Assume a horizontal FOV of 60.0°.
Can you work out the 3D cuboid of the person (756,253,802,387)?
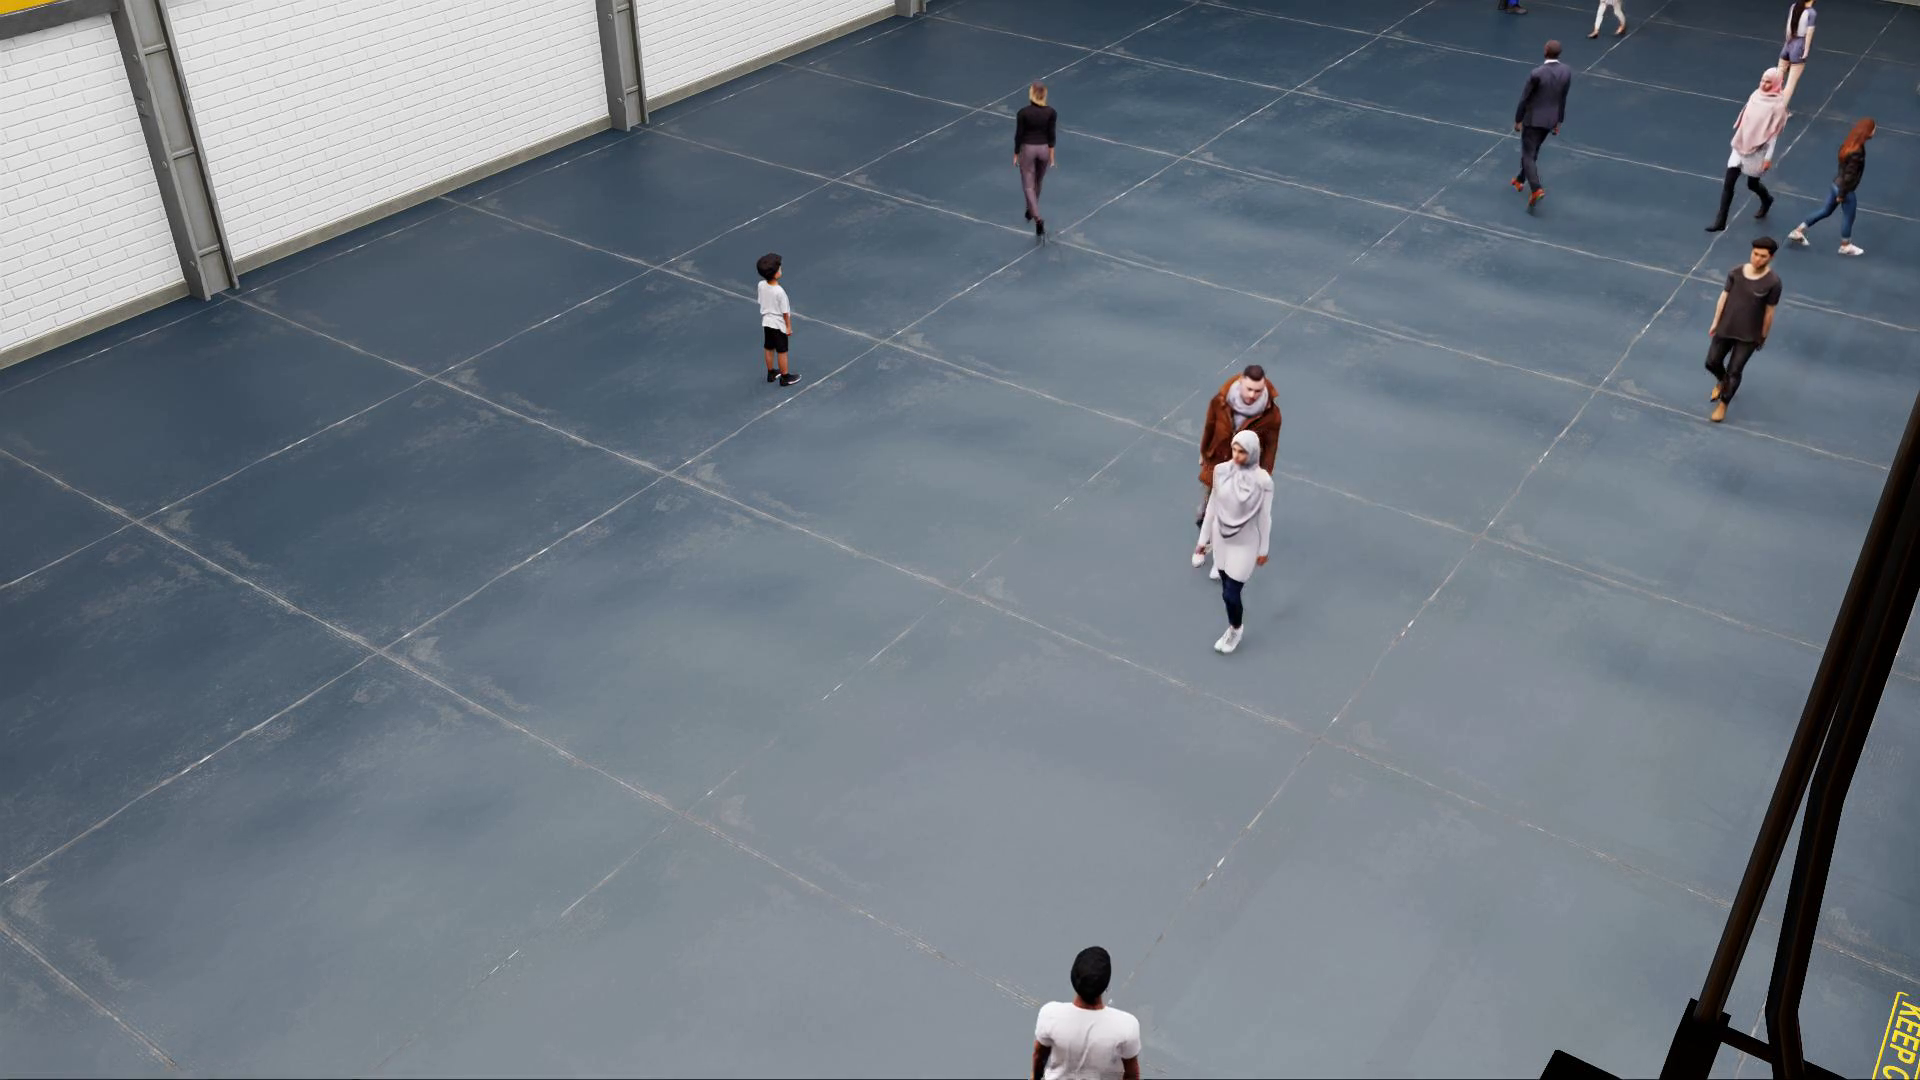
[{"bbox_3d":[-1.674,-1.994,15.035,0.488,1.262,0.503,23,40,30],"label":"person"}]

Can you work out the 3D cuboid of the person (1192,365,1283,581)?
[{"bbox_3d":[2.044,-0.542,12.355,0.802,1.810,0.749,16,37,22],"label":"person"}]

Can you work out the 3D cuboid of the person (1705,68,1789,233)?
[{"bbox_3d":[8.572,-4.167,17.843,1.226,1.773,0.975,-16,37,-23],"label":"person"}]

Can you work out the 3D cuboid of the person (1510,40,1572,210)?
[{"bbox_3d":[6.465,-4.604,18.482,1.192,1.795,1.243,-6,34,-9],"label":"person"}]

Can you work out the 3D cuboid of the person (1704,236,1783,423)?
[{"bbox_3d":[6.803,-1.871,14.455,0.686,1.700,0.807,28,43,35],"label":"person"}]

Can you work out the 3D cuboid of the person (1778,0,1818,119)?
[{"bbox_3d":[10.521,-6.172,20.974,0.709,1.647,0.674,-9,35,-14],"label":"person"}]

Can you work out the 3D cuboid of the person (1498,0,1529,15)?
[{"bbox_3d":[8.363,-8.839,24.803,0.786,1.849,0.716,-4,34,-5],"label":"person"}]

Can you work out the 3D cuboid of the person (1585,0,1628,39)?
[{"bbox_3d":[9.400,-7.825,23.788,1.009,1.285,0.816,-16,37,-22],"label":"person"}]

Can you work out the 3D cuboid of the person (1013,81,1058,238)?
[{"bbox_3d":[0.810,-4.035,17.769,1.034,1.636,1.060,-8,34,-12],"label":"person"}]

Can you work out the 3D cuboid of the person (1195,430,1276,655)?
[{"bbox_3d":[1.970,-0.005,11.590,0.647,1.764,0.622,27,42,35],"label":"person"}]

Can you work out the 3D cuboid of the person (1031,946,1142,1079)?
[{"bbox_3d":[0.564,2.632,7.676,0.919,1.706,1.038,4,34,6],"label":"person"}]

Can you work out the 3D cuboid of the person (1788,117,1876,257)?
[{"bbox_3d":[9.193,-3.715,17.453,0.862,1.451,0.967,6,34,8],"label":"person"}]
